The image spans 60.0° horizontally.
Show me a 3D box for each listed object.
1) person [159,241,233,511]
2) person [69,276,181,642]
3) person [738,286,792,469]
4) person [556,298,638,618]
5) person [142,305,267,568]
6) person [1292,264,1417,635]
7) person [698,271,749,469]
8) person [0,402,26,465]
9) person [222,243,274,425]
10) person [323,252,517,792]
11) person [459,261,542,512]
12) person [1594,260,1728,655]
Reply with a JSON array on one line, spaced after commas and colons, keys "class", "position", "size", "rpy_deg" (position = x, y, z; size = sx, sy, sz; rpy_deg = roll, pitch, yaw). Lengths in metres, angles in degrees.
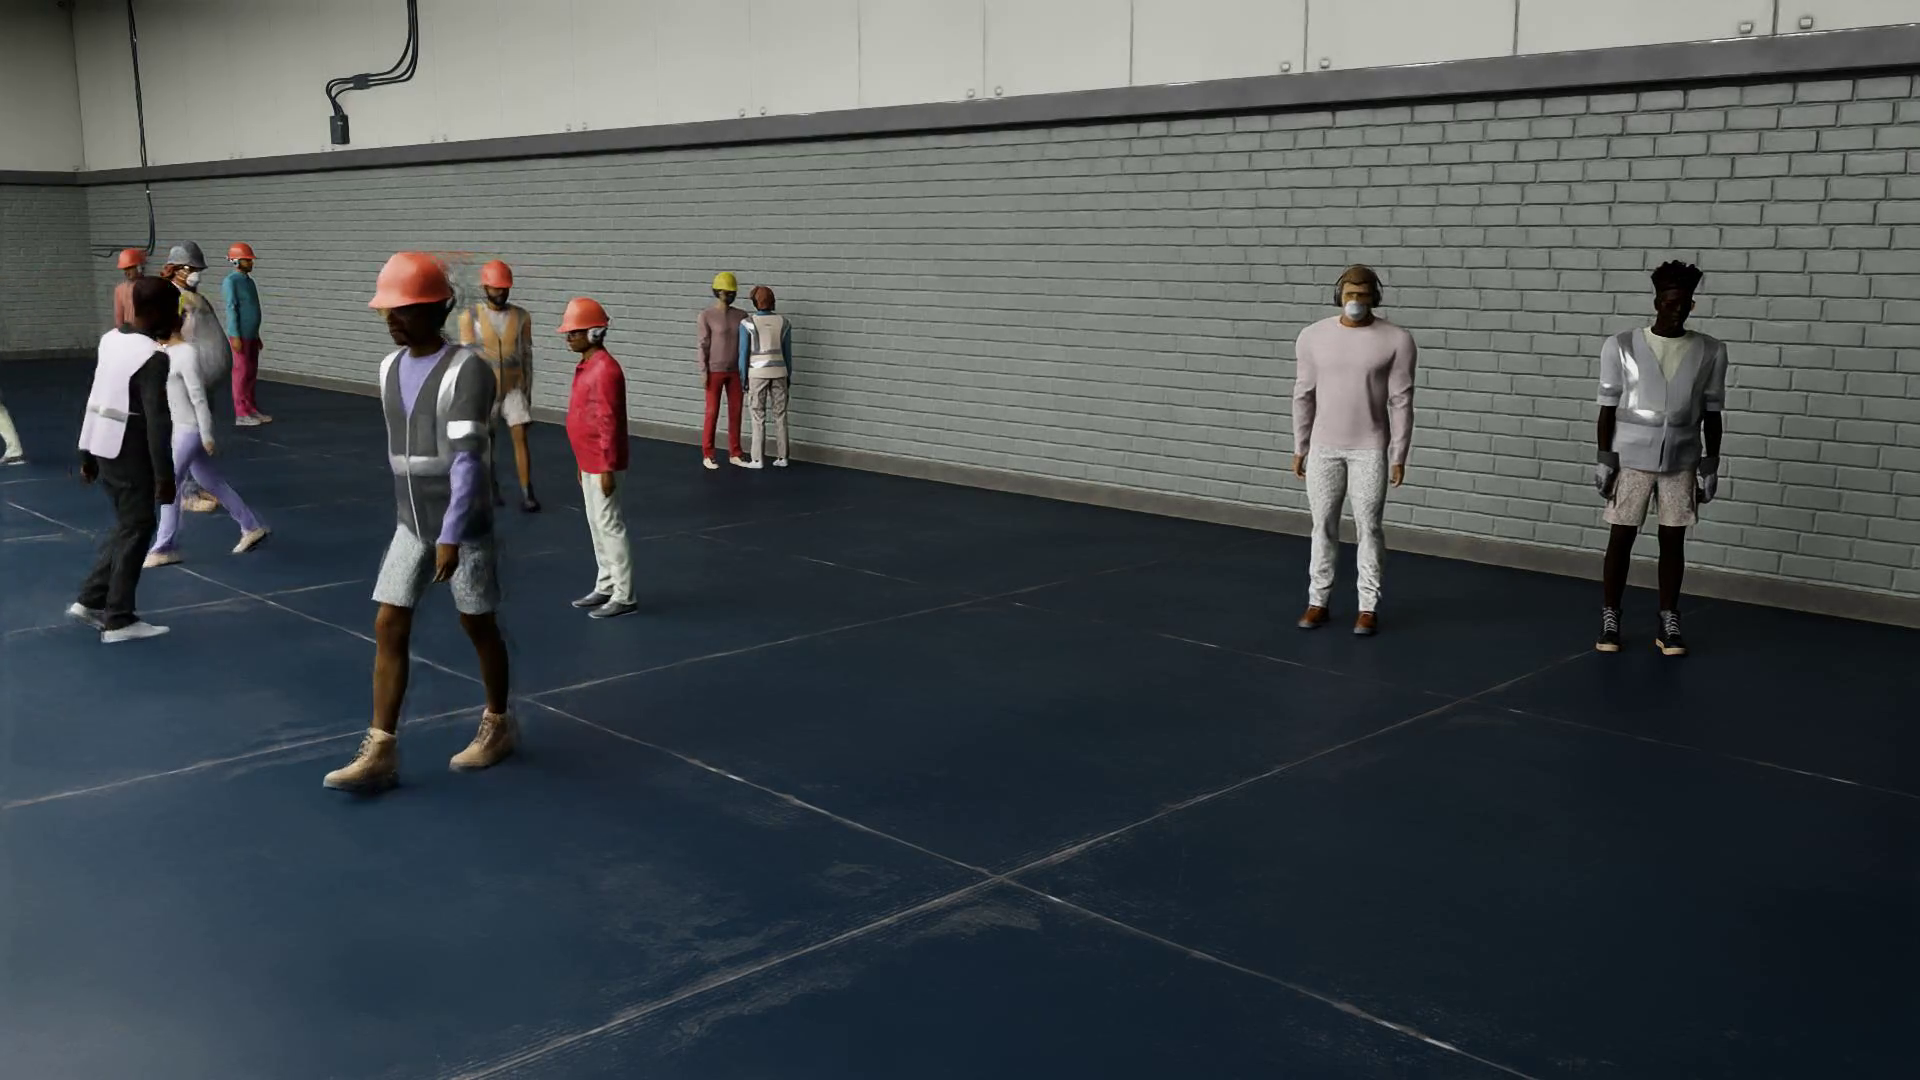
[{"class": "person", "position": [-5.818, -1.252, 12.672], "size": [0.536, 2.000, 0.681], "rpy_deg": [-1, 10, -5]}, {"class": "person", "position": [-4.234, -0.405, 8.526], "size": [0.632, 1.871, 0.539], "rpy_deg": [10, 14, 44]}, {"class": "person", "position": [-1.729, -1.443, 14.841], "size": [0.508, 1.629, 0.314], "rpy_deg": [-5, 12, -28]}, {"class": "person", "position": [-2.002, -0.447, 9.103], "size": [0.357, 1.741, 0.562], "rpy_deg": [-5, 12, -26]}, {"class": "person", "position": [-4.906, -0.712, 10.637], "size": [0.886, 1.728, 0.523], "rpy_deg": [-8, 13, -39]}, {"class": "person", "position": [2.047, -0.468, 8.710], "size": [0.624, 1.933, 0.375], "rpy_deg": [5, 11, 24]}, {"class": "person", "position": [-2.088, -1.505, 14.836], "size": [0.525, 1.761, 0.351], "rpy_deg": [-8, 13, -37]}, {"class": "person", "position": [-8.924, -1.488, 14.869], "size": [0.922, 1.696, 0.568], "rpy_deg": [-4, 11, -19]}, {"class": "person", "position": [-7.859, -2.262, 18.306], "size": [0.381, 1.994, 0.620], "rpy_deg": [0, 10, -1]}, {"class": "person", "position": [-2.028, -0.045, 6.180], "size": [0.611, 2.002, 0.938], "rpy_deg": [6, 12, 28]}, {"class": "person", "position": [-3.470, -1.144, 12.521], "size": [0.553, 1.879, 0.919], "rpy_deg": [-5, 11, -24]}, {"class": "person", "position": [3.459, -0.399, 8.252], "size": [0.606, 1.959, 0.376], "rpy_deg": [2, 11, 11]}]
